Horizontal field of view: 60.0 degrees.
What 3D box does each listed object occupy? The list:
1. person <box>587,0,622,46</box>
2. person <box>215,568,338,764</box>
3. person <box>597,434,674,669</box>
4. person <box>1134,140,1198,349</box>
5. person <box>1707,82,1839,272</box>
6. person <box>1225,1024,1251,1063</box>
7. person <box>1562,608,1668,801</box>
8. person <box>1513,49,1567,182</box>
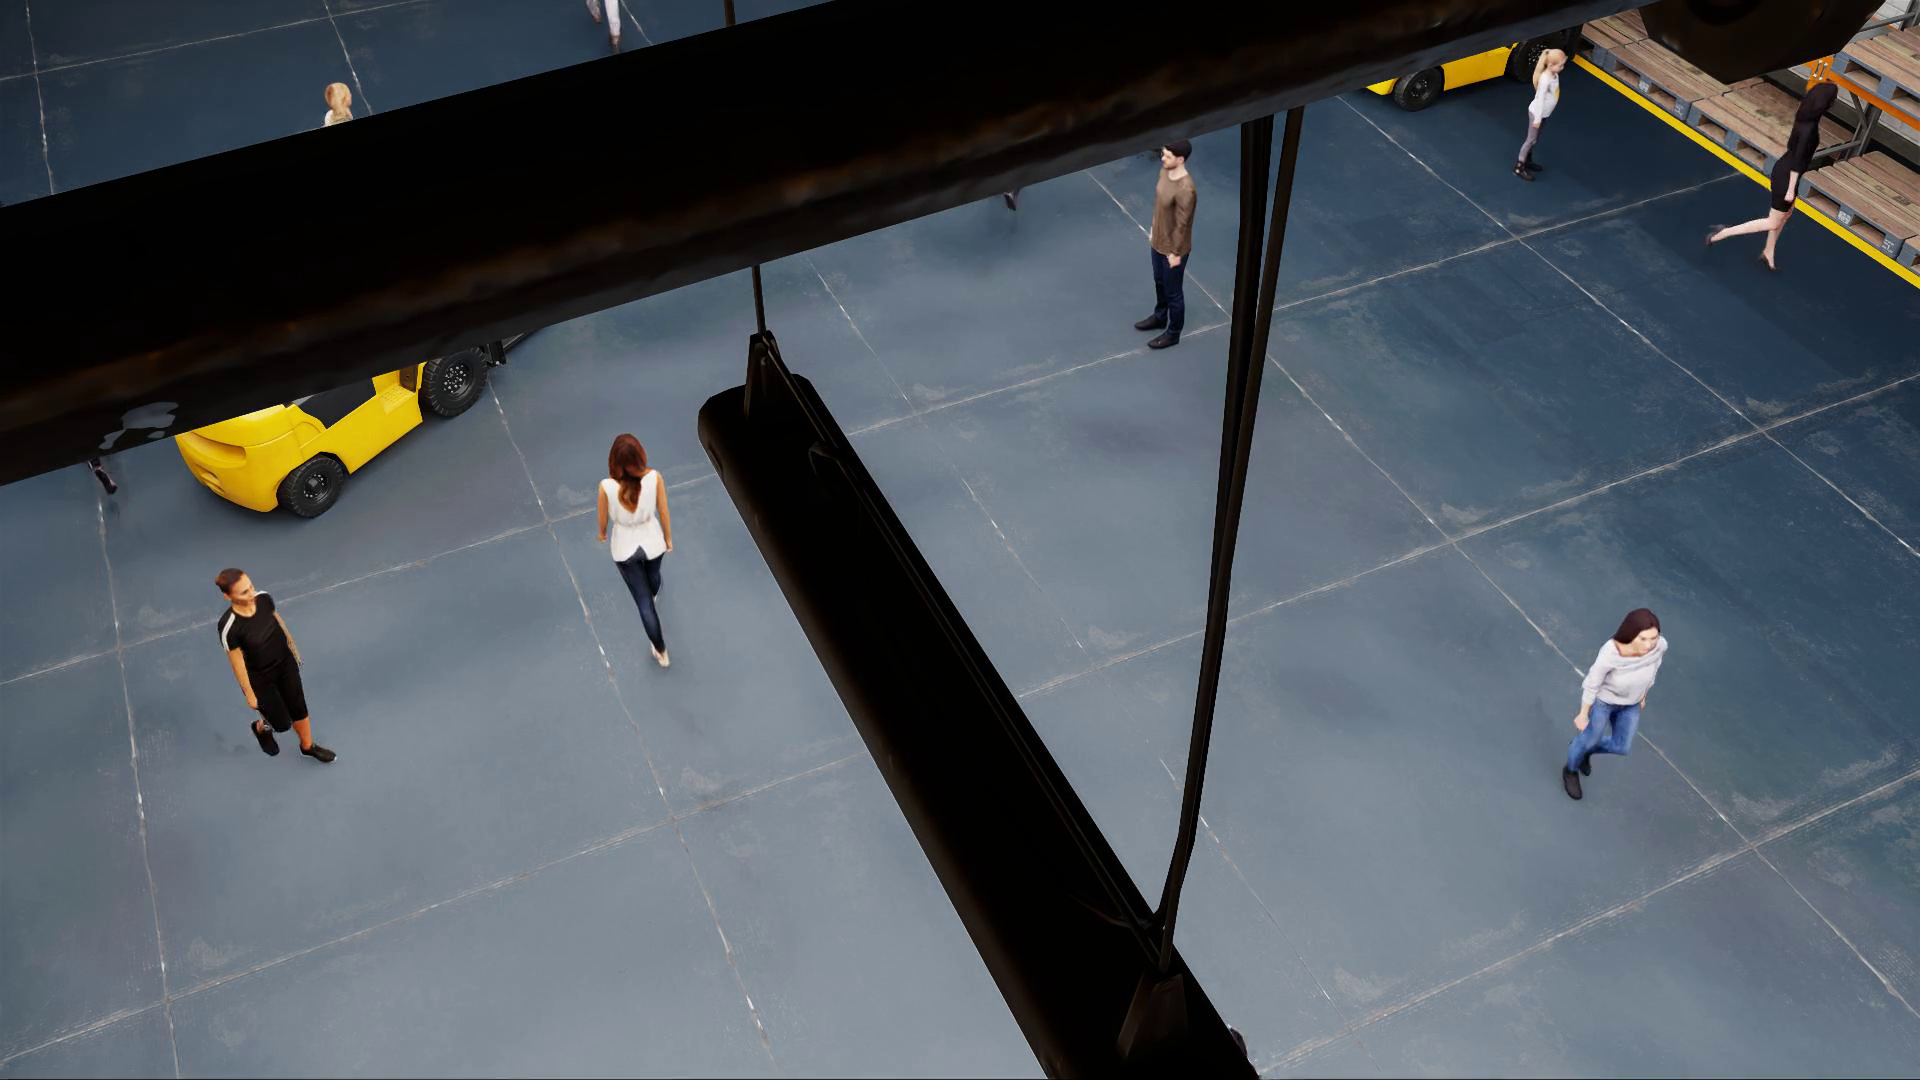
[{"bbox_3d":[-3.757,-6.035,17.202,0.782,1.849,1.285,-13,45,-13],"label":"person"},{"bbox_3d":[-4.298,0.786,10.182,0.887,1.657,0.820,17,46,17],"label":"person"},{"bbox_3d":[-2.073,0.113,10.827,0.651,1.741,1.100,-15,46,-15],"label":"person"},{"bbox_3d":[1.700,-2.410,13.369,0.731,1.887,0.541,-13,45,-13],"label":"person"},{"bbox_3d":[6.920,-3.044,14.112,1.027,1.782,0.944,16,46,16],"label":"person"},{"bbox_3d":[1.263,2.910,7.871,0.917,1.769,1.266,-34,53,-30],"label":"person"},{"bbox_3d":[3.895,0.931,10.059,0.689,1.617,0.689,-8,44,-9],"label":"person"},{"bbox_3d":[5.379,-3.981,15.461,0.634,1.277,0.585,21,47,21],"label":"person"}]
